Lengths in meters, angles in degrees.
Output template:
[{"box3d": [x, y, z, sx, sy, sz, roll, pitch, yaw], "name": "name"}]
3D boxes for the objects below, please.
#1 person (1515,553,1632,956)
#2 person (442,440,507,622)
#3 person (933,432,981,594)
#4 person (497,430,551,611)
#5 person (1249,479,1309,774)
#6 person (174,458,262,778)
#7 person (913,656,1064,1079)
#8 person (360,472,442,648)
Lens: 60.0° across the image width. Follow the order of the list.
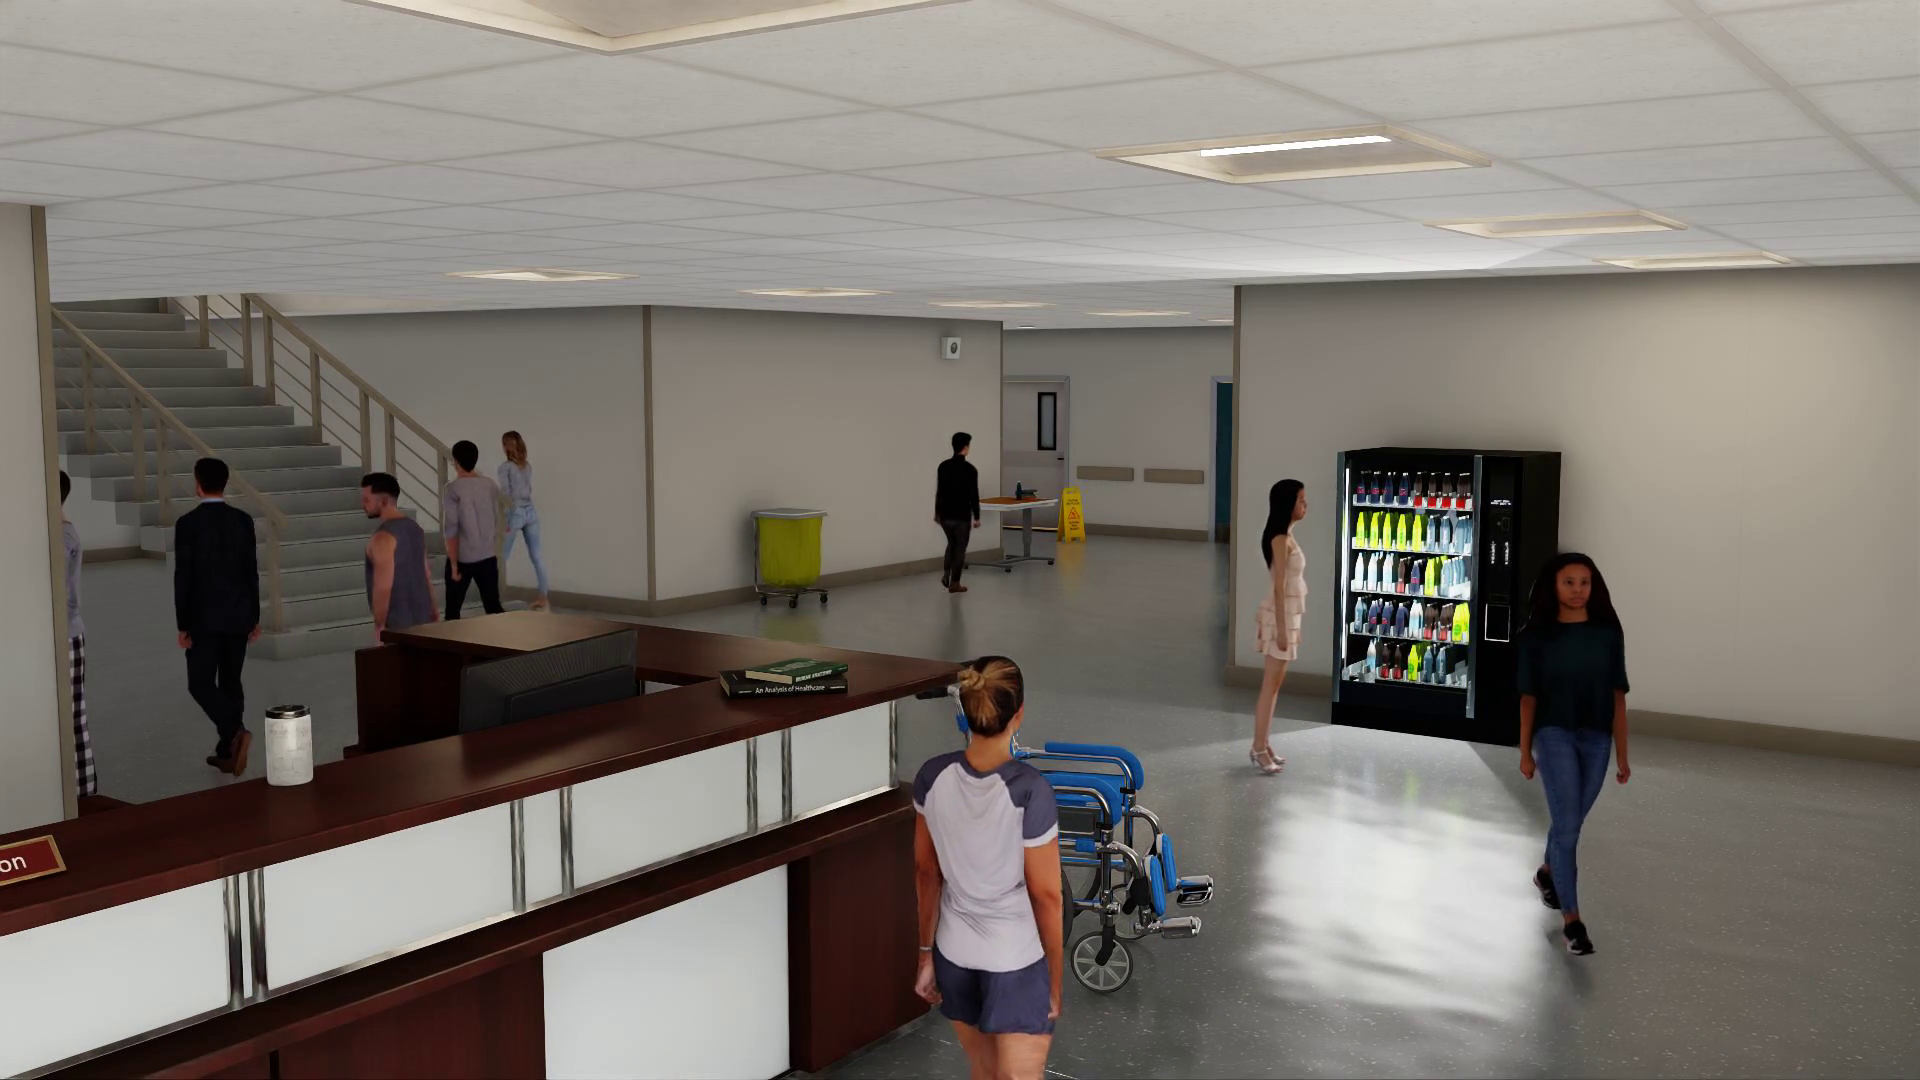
[{"box3d": [2.557, 0.864, 6.990, 1.093, 1.576, 1.038, 0, 6, 1], "name": "person"}, {"box3d": [-3.672, 0.167, 12.755, 0.789, 1.809, 1.200, -6, 8, -44], "name": "person"}, {"box3d": [-0.084, -0.283, 17.701, 0.492, 1.715, 0.724, 4, 7, 34], "name": "person"}, {"box3d": [-4.232, -0.149, 16.230, 1.116, 1.742, 0.589, 4, 7, 35], "name": "person"}, {"box3d": [1.862, 0.504, 9.801, 0.646, 1.729, 0.648, 2, 6, 15], "name": "person"}, {"box3d": [-4.224, 0.469, 9.551, 1.024, 1.849, 0.700, 5, 8, 42], "name": "person"}, {"box3d": [0.059, 1.124, 4.299, 0.931, 1.598, 0.678, 3, 7, 31], "name": "person"}, {"box3d": [-3.260, 0.513, 9.890, 1.220, 1.790, 0.975, 2, 6, 15], "name": "person"}]
